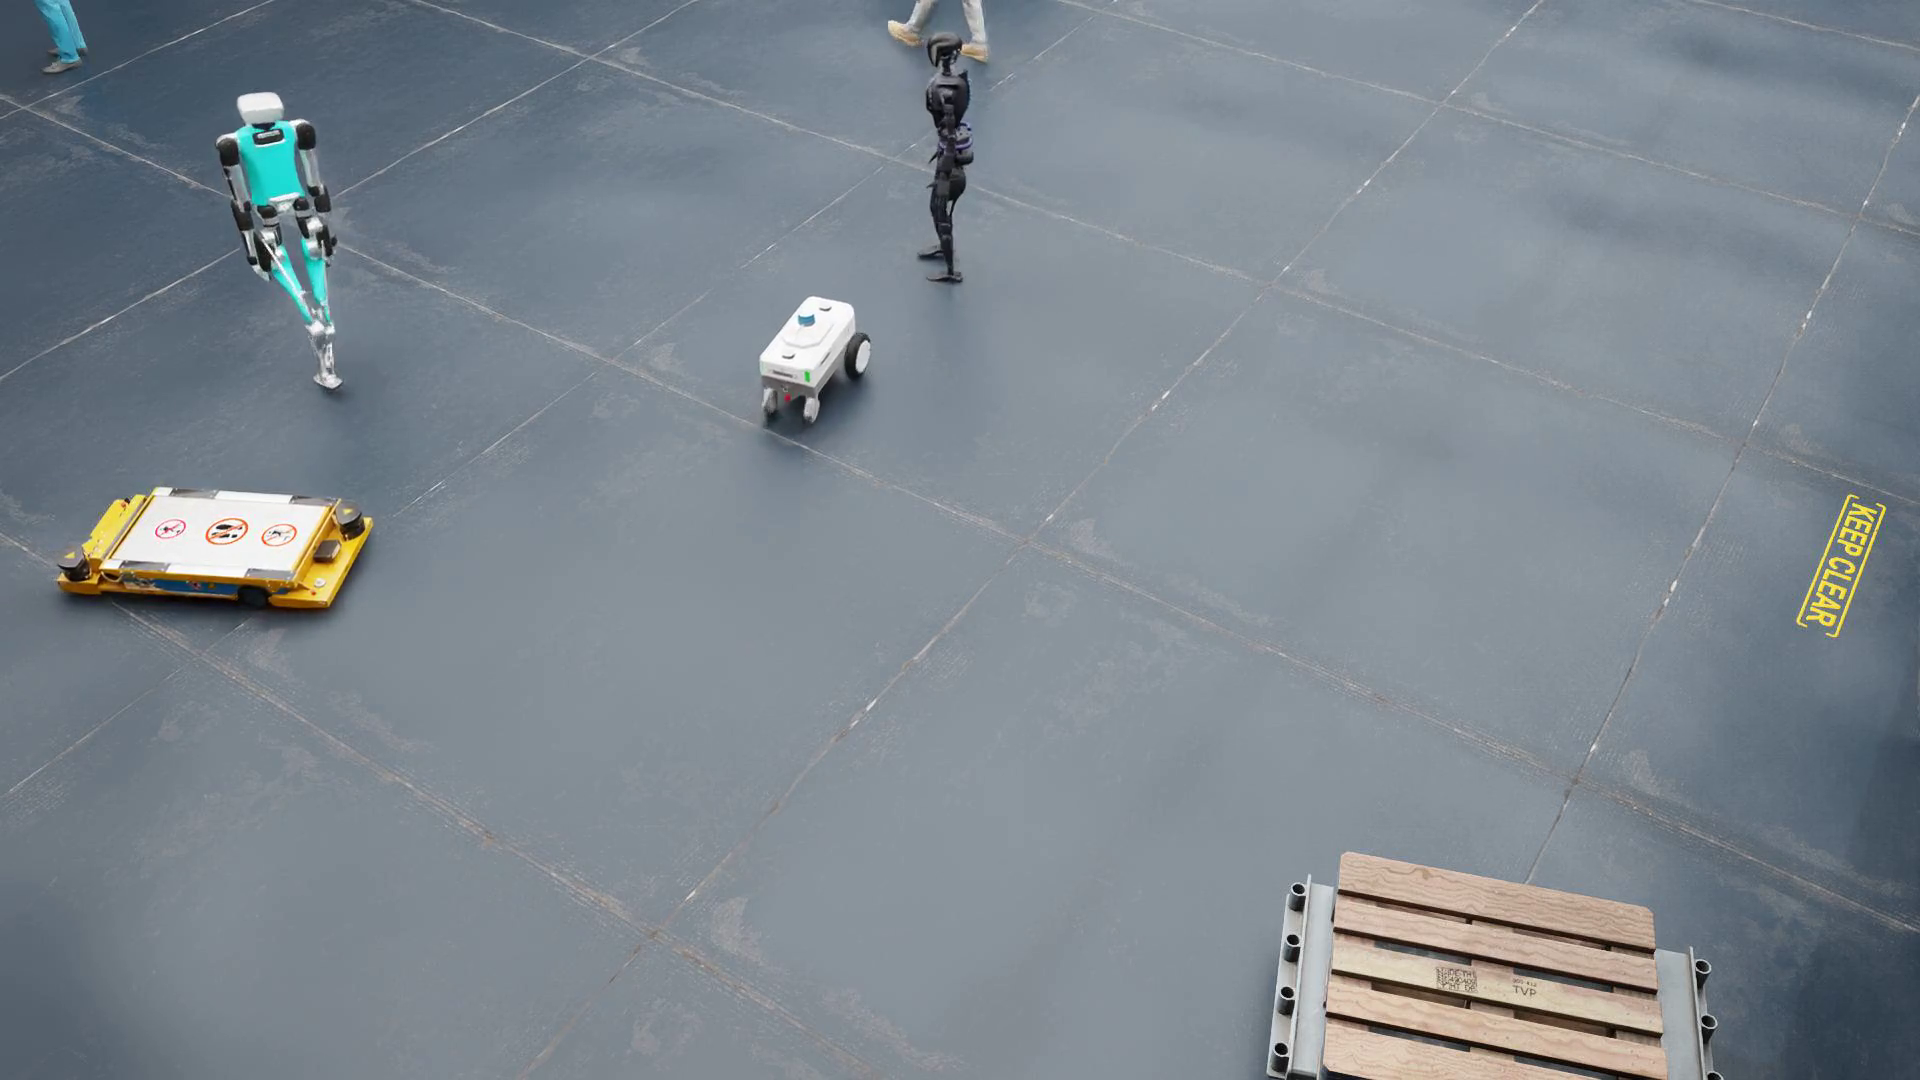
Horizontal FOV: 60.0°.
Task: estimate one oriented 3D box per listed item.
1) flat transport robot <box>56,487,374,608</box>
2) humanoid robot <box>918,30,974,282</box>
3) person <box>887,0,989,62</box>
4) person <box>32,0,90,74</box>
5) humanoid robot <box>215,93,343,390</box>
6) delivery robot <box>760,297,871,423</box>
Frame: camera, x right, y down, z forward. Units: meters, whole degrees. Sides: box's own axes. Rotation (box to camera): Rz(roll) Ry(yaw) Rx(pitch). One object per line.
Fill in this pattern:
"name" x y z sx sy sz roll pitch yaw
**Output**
"flat transport robot" -3.904 0.038 8.737 1.431 0.231 0.659 4 42 4
"humanoid robot" -0.082 -2.372 10.376 0.324 1.652 0.612 -2 42 -2
"person" -0.134 -4.619 12.787 0.899 1.824 0.488 25 47 25
"person" -7.055 -4.469 12.598 0.393 1.842 0.573 -10 43 -11
"humanoid robot" -3.712 -1.603 9.479 0.580 1.761 0.913 -28 49 -28
"delivery robot" -0.885 -1.111 9.798 0.499 0.582 0.773 14 44 15
